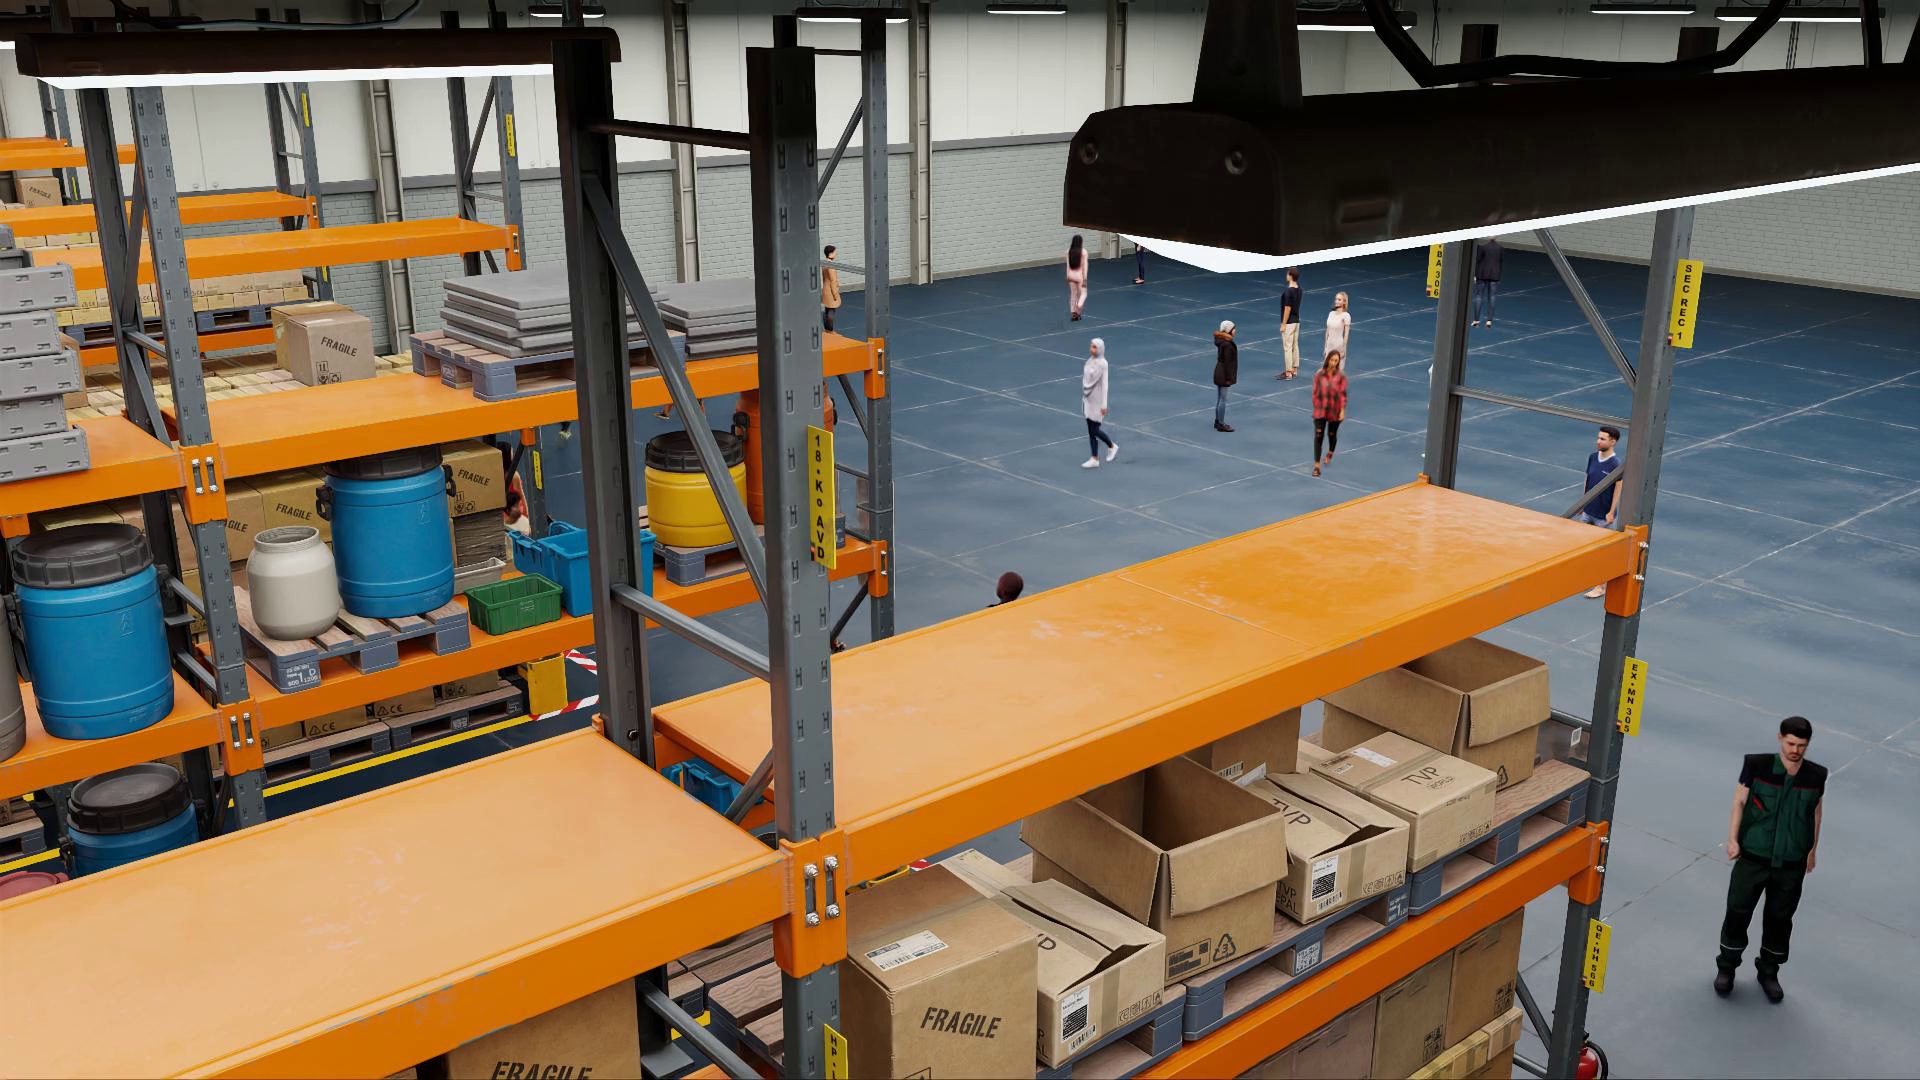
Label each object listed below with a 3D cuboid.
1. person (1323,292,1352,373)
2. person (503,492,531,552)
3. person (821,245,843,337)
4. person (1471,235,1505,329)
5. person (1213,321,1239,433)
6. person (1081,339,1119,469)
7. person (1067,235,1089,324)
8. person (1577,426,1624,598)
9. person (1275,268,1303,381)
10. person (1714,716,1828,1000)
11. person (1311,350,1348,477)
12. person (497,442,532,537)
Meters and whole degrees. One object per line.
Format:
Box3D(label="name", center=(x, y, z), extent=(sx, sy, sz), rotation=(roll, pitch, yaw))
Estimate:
Box3D(label="person", center=(5.820, -2.920, 25.687), extent=(0.517, 1.828, 0.589), rotation=(-12, 22, -33))
Box3D(label="person", center=(-4.380, 0.287, 16.250), extent=(0.726, 1.574, 0.617), rotation=(12, 22, 33))
Box3D(label="person", center=(-2.451, -4.686, 31.274), extent=(0.710, 1.727, 0.716), rotation=(-8, 20, -23))
Box3D(label="person", center=(9.233, -4.620, 29.230), extent=(0.822, 1.779, 0.782), rotation=(3, 18, 8))
Box3D(label="person", center=(3.896, -2.430, 24.499), extent=(0.777, 1.633, 0.732), rotation=(0, 18, -1))
Box3D(label="person", center=(1.902, -1.852, 22.509), extent=(0.816, 1.766, 0.682), rotation=(-10, 21, -28))
Box3D(label="person", center=(2.243, -5.103, 32.583), extent=(0.732, 1.711, 0.764), rotation=(9, 20, 25))
Box3D(label="person", center=(6.800, -0.322, 17.675), extent=(0.648, 1.850, 0.676), rotation=(-8, 20, -23))
Box3D(label="person", center=(5.522, -3.613, 27.772), extent=(0.752, 1.856, 0.538), rotation=(14, 23, 36))
Box3D(label="person", center=(5.137, 1.979, 10.527), extent=(0.764, 1.902, 0.777), rotation=(5, 19, 15))
Box3D(label="person", center=(4.949, -1.718, 22.266), extent=(0.981, 1.662, 1.198), rotation=(7, 19, 21))
Box3D(label="person", center=(-4.743, -0.212, 17.547), extent=(0.664, 1.719, 0.662), rotation=(8, 20, 24))
